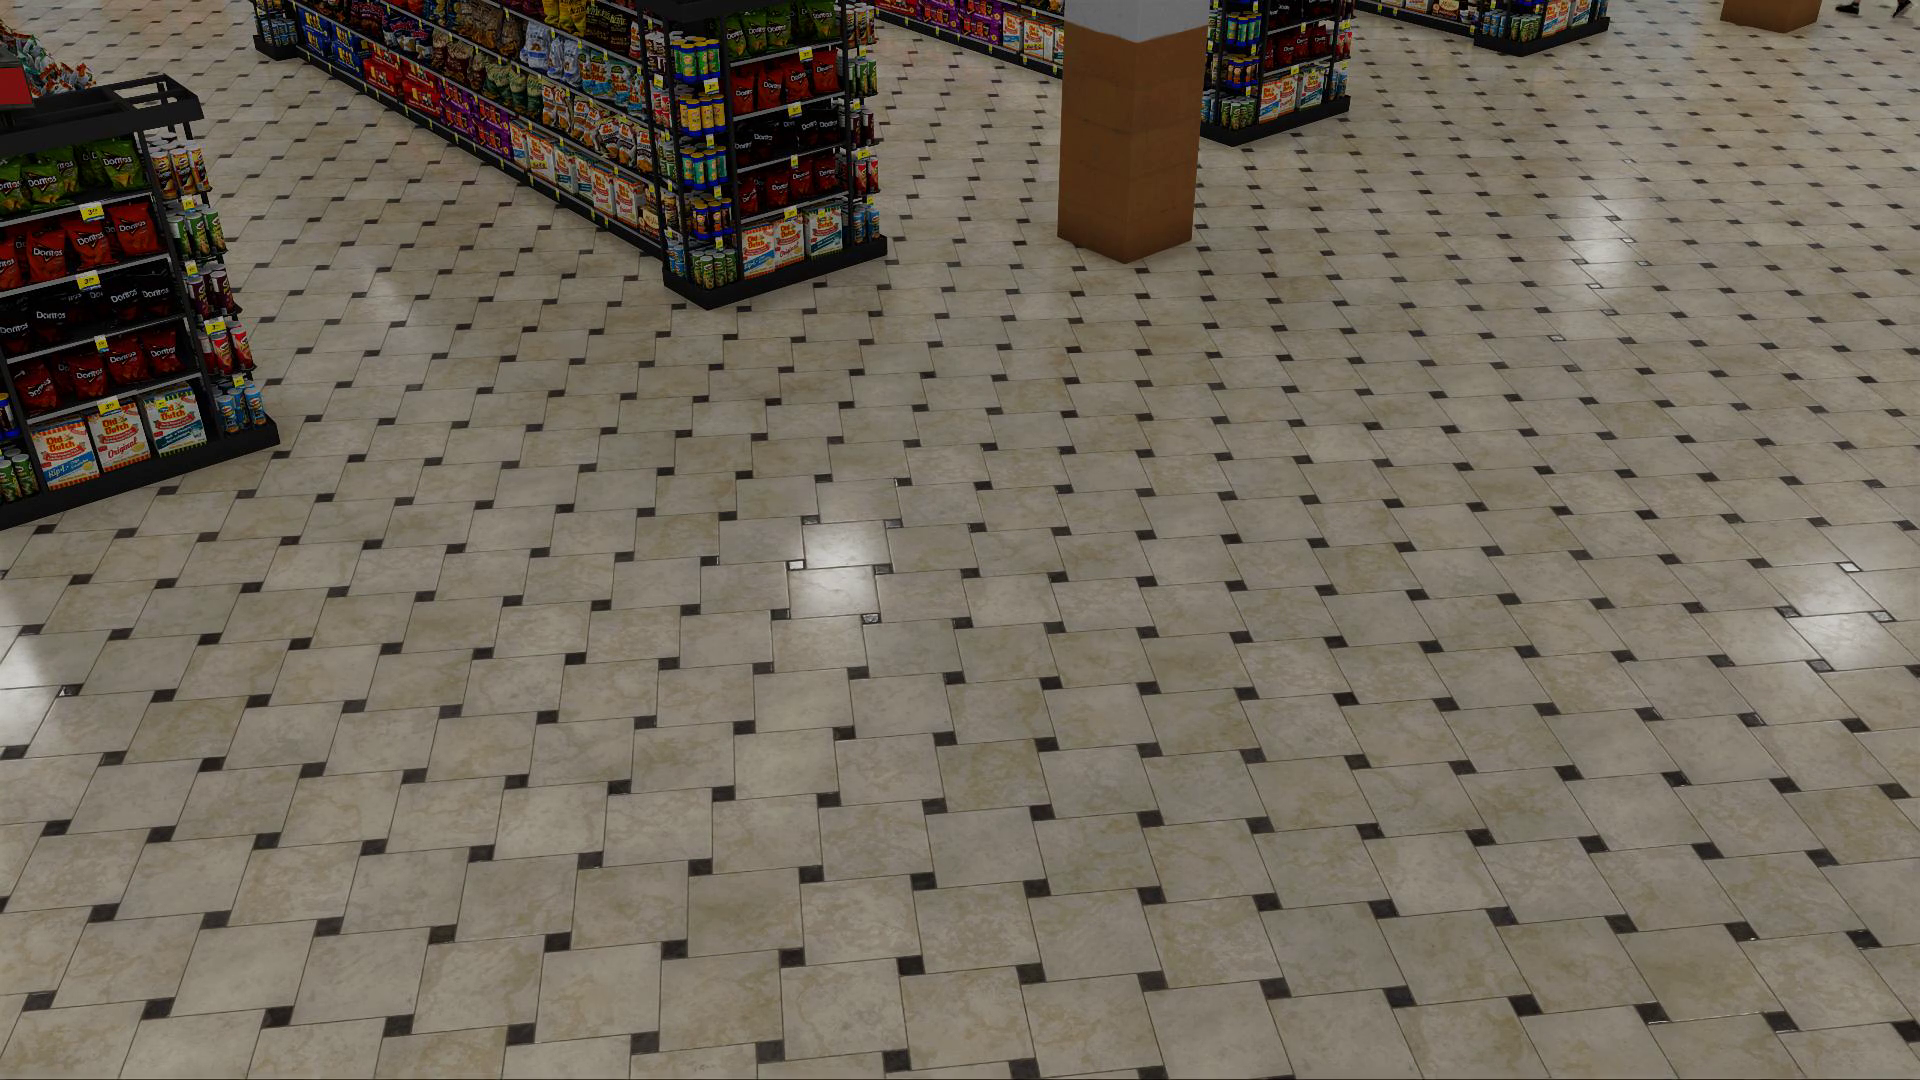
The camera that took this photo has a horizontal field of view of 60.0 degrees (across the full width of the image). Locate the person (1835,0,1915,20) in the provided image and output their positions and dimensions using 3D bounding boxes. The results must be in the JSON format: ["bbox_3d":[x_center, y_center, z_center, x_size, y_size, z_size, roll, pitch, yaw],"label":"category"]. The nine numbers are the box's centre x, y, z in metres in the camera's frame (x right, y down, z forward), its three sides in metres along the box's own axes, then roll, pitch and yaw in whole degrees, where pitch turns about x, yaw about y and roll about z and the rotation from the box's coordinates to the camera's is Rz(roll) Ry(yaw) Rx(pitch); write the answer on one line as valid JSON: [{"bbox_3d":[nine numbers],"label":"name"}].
[{"bbox_3d":[9.512,-6.032,16.962,0.525,1.426,0.910,-24,39,-33],"label":"person"}]
